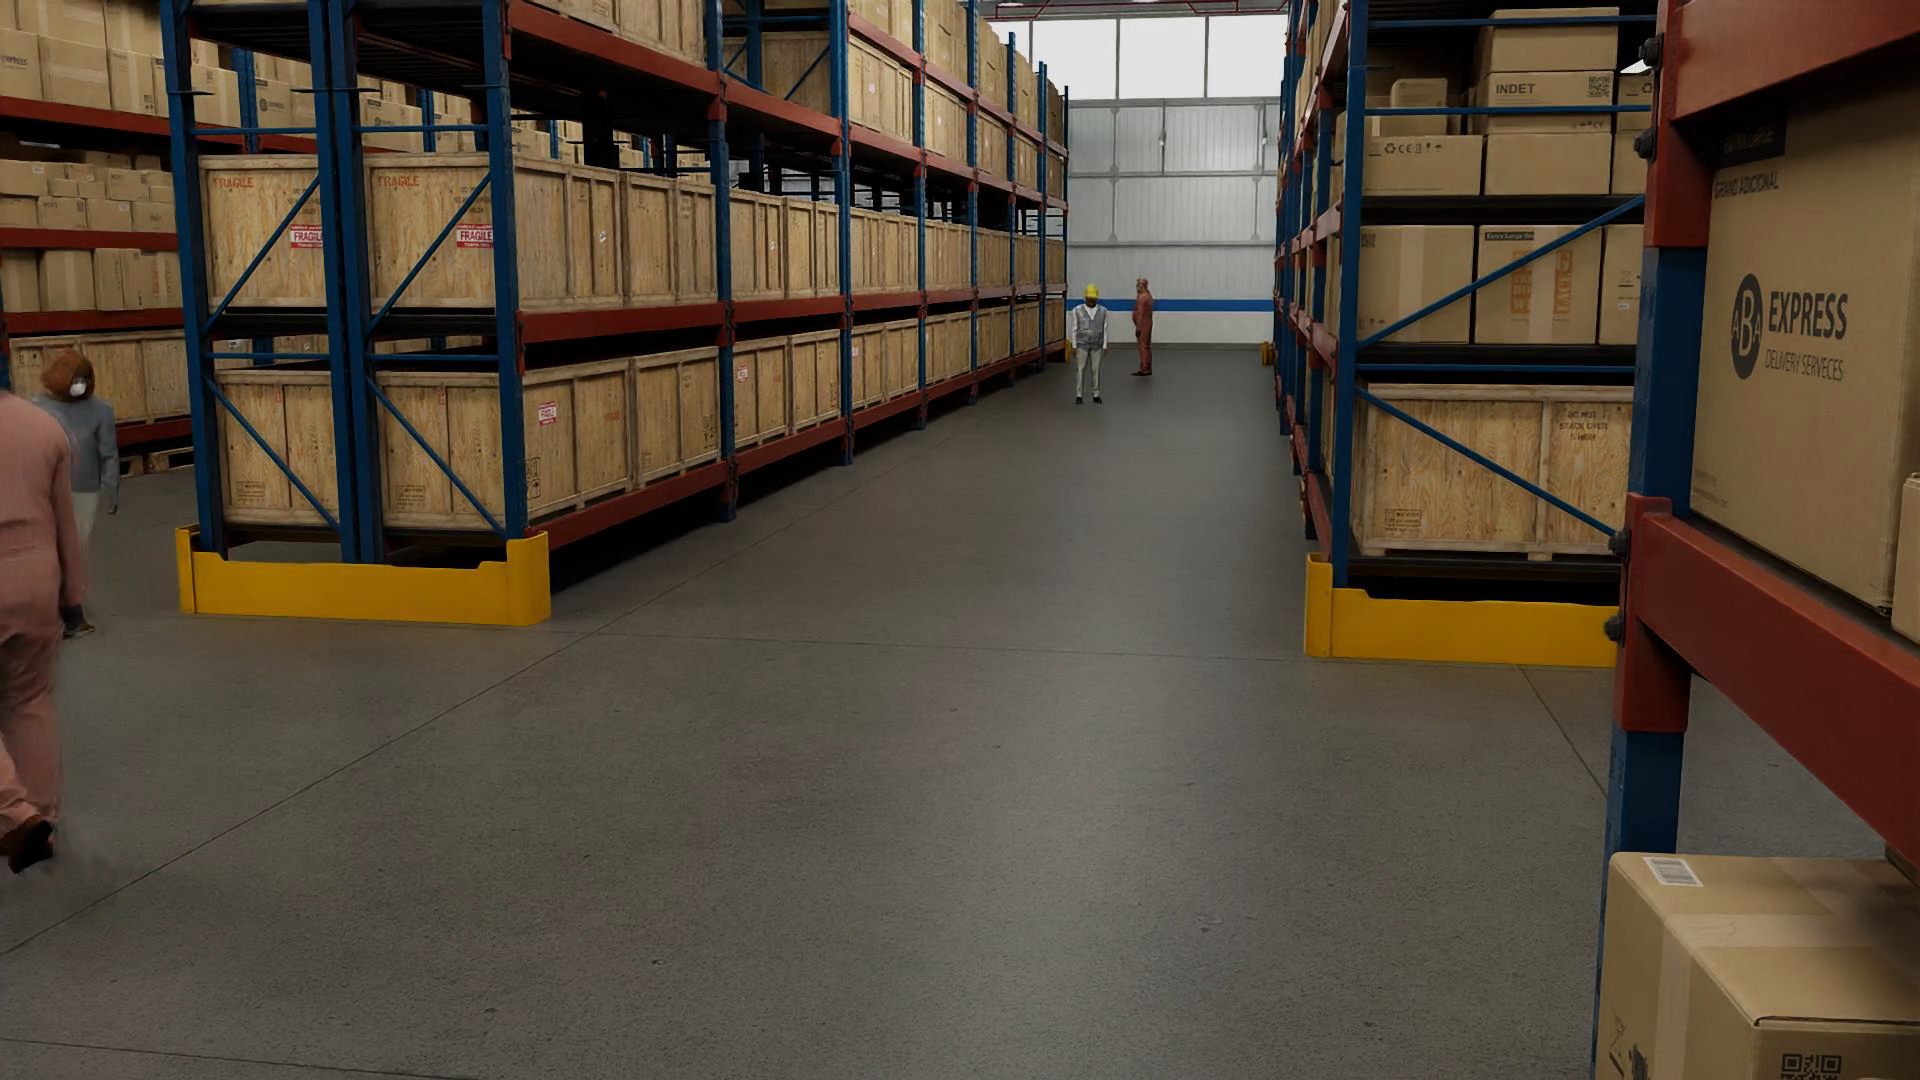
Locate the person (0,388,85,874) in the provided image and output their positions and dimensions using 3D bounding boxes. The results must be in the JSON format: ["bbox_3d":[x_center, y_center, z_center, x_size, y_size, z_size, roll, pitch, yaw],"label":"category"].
[{"bbox_3d":[-3.206,0.204,5.512,0.554,1.883,0.691,5,11,30],"label":"person"}]

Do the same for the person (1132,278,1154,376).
[{"bbox_3d":[3.566,-4.159,32.554,0.397,1.900,0.635,3,10,20],"label":"person"}]

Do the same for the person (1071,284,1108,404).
[{"bbox_3d":[1.994,-3.002,25.556,0.589,1.832,0.404,-1,9,-8],"label":"person"}]

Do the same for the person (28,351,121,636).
[{"bbox_3d":[-5.093,-0.286,9.473,0.550,1.580,0.864,-7,12,-39],"label":"person"}]
